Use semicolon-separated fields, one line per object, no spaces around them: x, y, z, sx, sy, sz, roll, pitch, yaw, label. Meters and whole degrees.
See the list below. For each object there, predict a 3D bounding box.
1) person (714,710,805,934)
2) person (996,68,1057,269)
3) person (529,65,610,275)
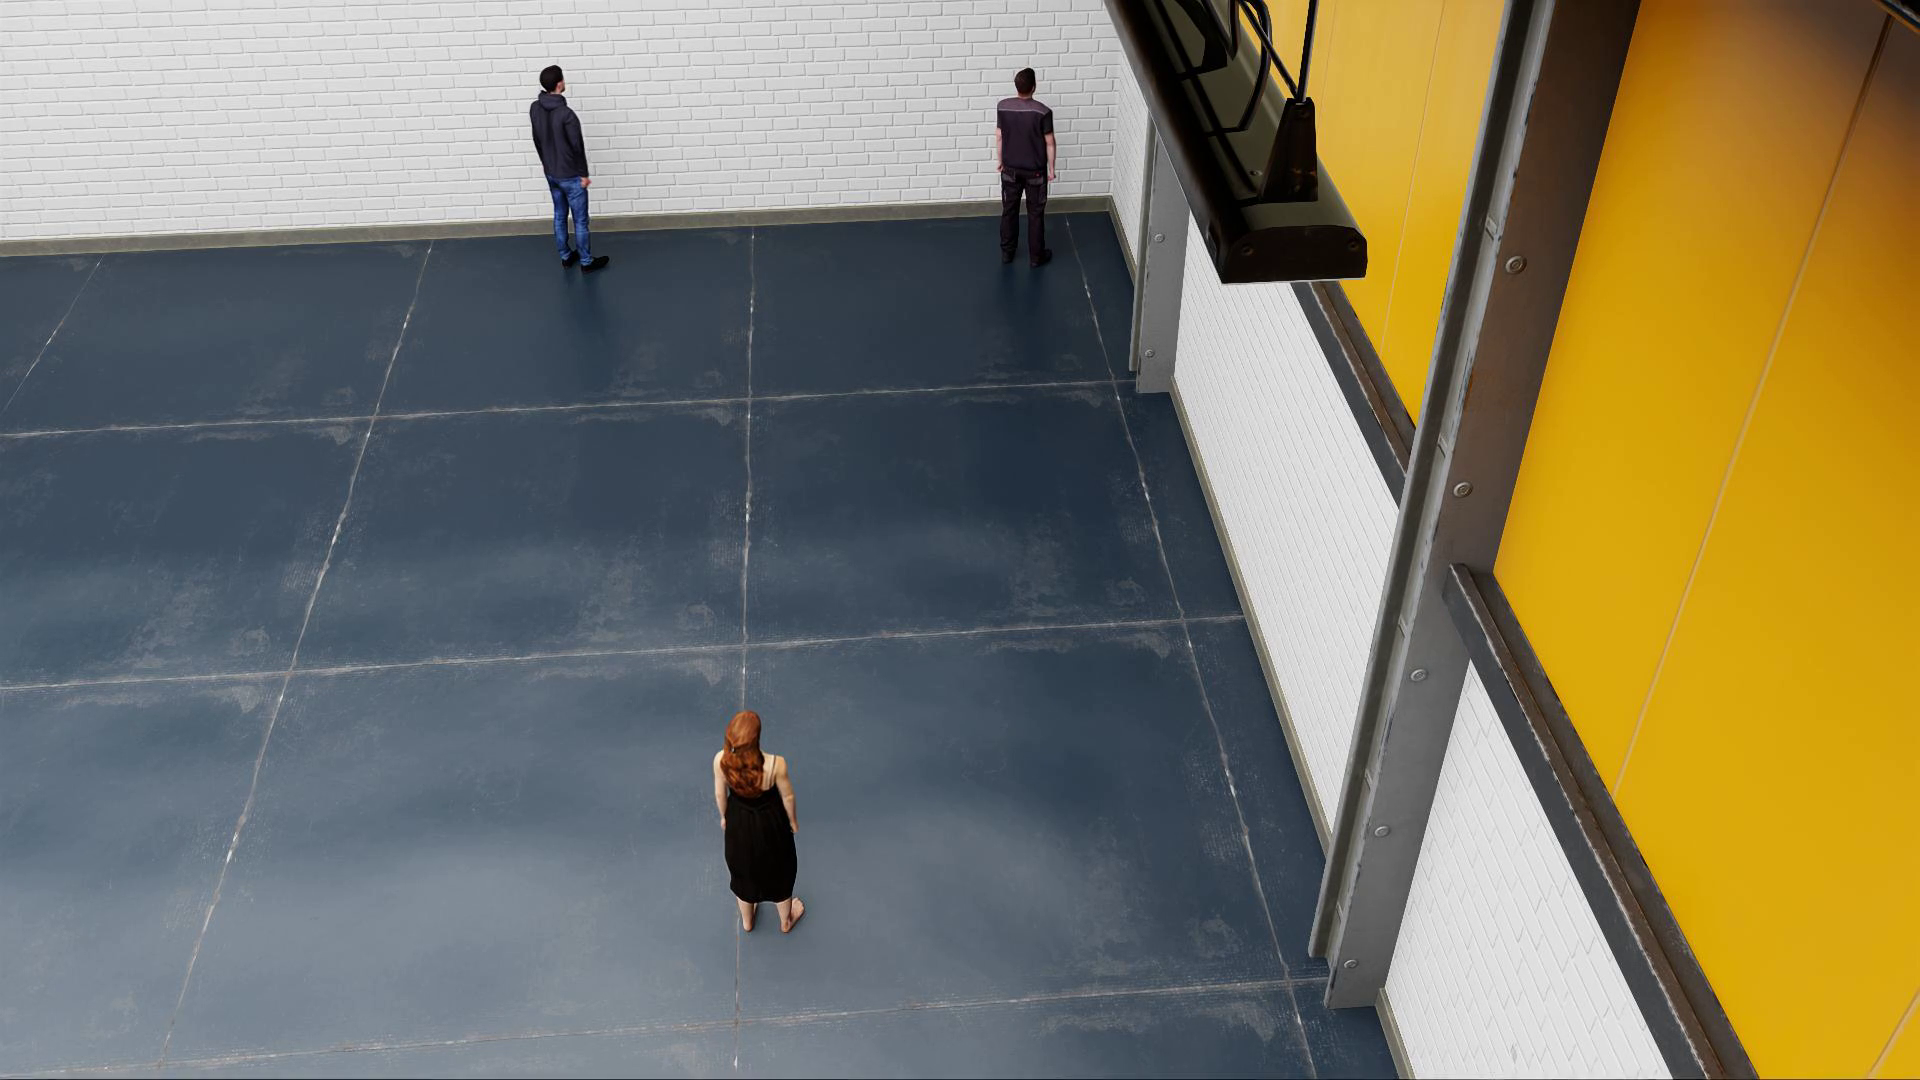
-1.094;1.519;8.911;0.617;1.625;0.617;3;39;4;person
0.576;-3.305;14.775;0.794;1.846;0.762;13;40;16;person
-3.500;-3.256;14.675;0.762;1.894;0.787;21;43;24;person
